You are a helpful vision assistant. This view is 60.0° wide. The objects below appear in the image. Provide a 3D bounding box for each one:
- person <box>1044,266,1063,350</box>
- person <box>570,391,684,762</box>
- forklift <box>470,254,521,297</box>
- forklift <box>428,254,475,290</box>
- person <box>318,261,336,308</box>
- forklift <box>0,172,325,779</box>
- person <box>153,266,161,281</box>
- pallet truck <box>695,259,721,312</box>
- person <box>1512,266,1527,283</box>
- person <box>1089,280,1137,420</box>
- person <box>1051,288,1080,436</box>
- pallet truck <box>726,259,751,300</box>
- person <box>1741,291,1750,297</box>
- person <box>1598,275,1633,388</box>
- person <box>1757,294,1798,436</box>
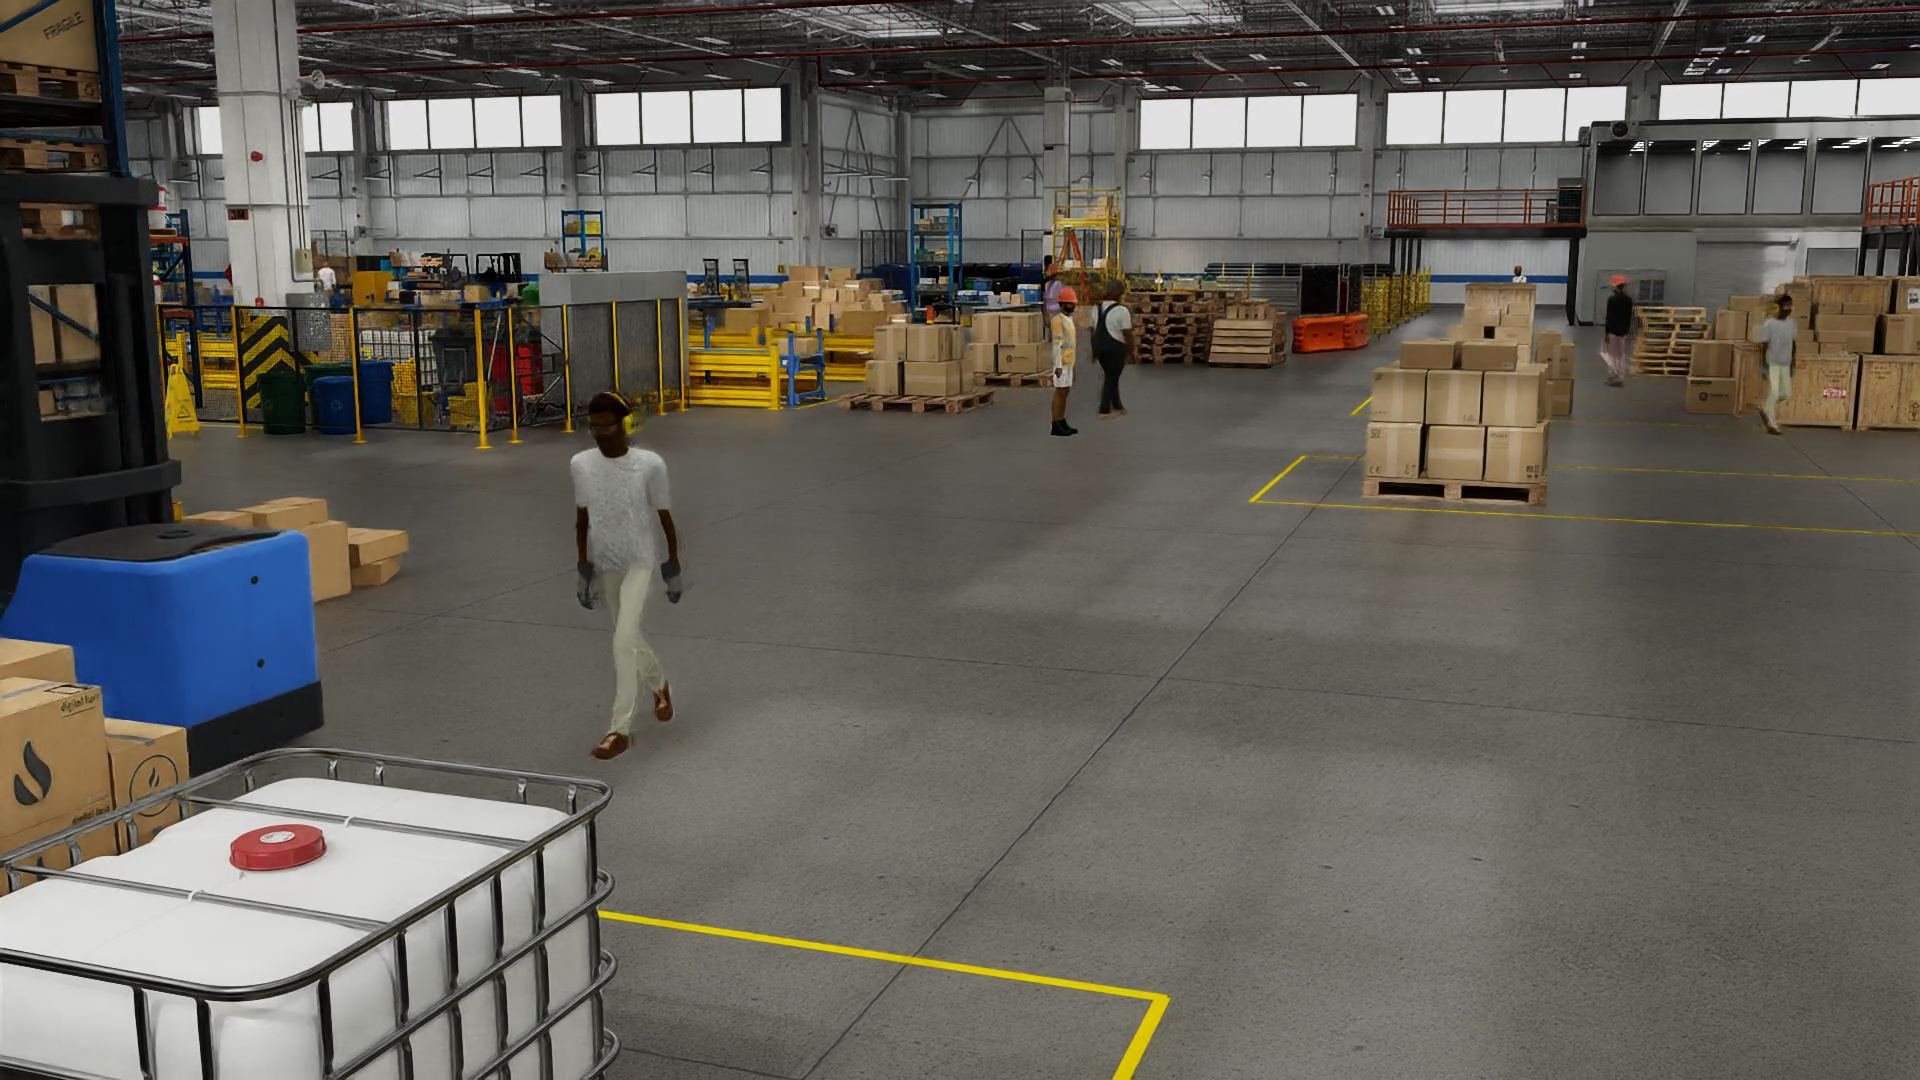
[{"bbox_3d":[2.265,-5.533,39.687,0.831,2.018,0.613,-7,12,-33],"label":"person"},{"bbox_3d":[-1.658,0.126,8.422,0.515,1.812,0.961,3,10,14],"label":"person"},{"bbox_3d":[-17.990,-10.121,64.684,1.157,1.987,2.680,3,11,17],"label":"forklift"},{"bbox_3d":[-20.133,-10.254,65.465,1.157,1.987,2.680,3,11,19],"label":"forklift"},{"bbox_3d":[-24.000,-9.634,63.139,0.653,1.921,0.419,0,10,0],"label":"person"},{"bbox_3d":[-4.250,-0.353,8.061,1.873,2.768,1.129,3,11,19],"label":"forklift"},{"bbox_3d":[-26.585,-8.129,54.872,0.598,1.811,0.770,3,10,16],"label":"person"},{"bbox_3d":[-9.165,-9.627,62.776,0.823,1.965,1.885,4,11,23],"label":"pallet truck"},{"bbox_3d":[16.690,-7.259,49.788,0.382,1.875,0.587,-5,11,-27],"label":"person"},{"bbox_3d":[2.288,-2.747,23.907,0.922,2.000,0.695,-8,13,-39],"label":"person"},{"bbox_3d":[1.396,-2.340,21.905,0.367,1.935,0.552,4,11,22],"label":"person"},{"bbox_3d":[-7.986,-9.493,62.019,0.823,1.965,1.885,3,11,17],"label":"pallet truck"},{"bbox_3d":[25.255,-7.932,53.549,0.863,1.882,0.648,-3,10,-16],"label":"person"},{"bbox_3d":[11.531,-3.660,29.213,0.647,1.975,0.468,-6,12,-29],"label":"person"},{"bbox_3d":[10.812,-2.325,22.051,0.505,1.860,0.557,-2,10,-10],"label":"person"}]
